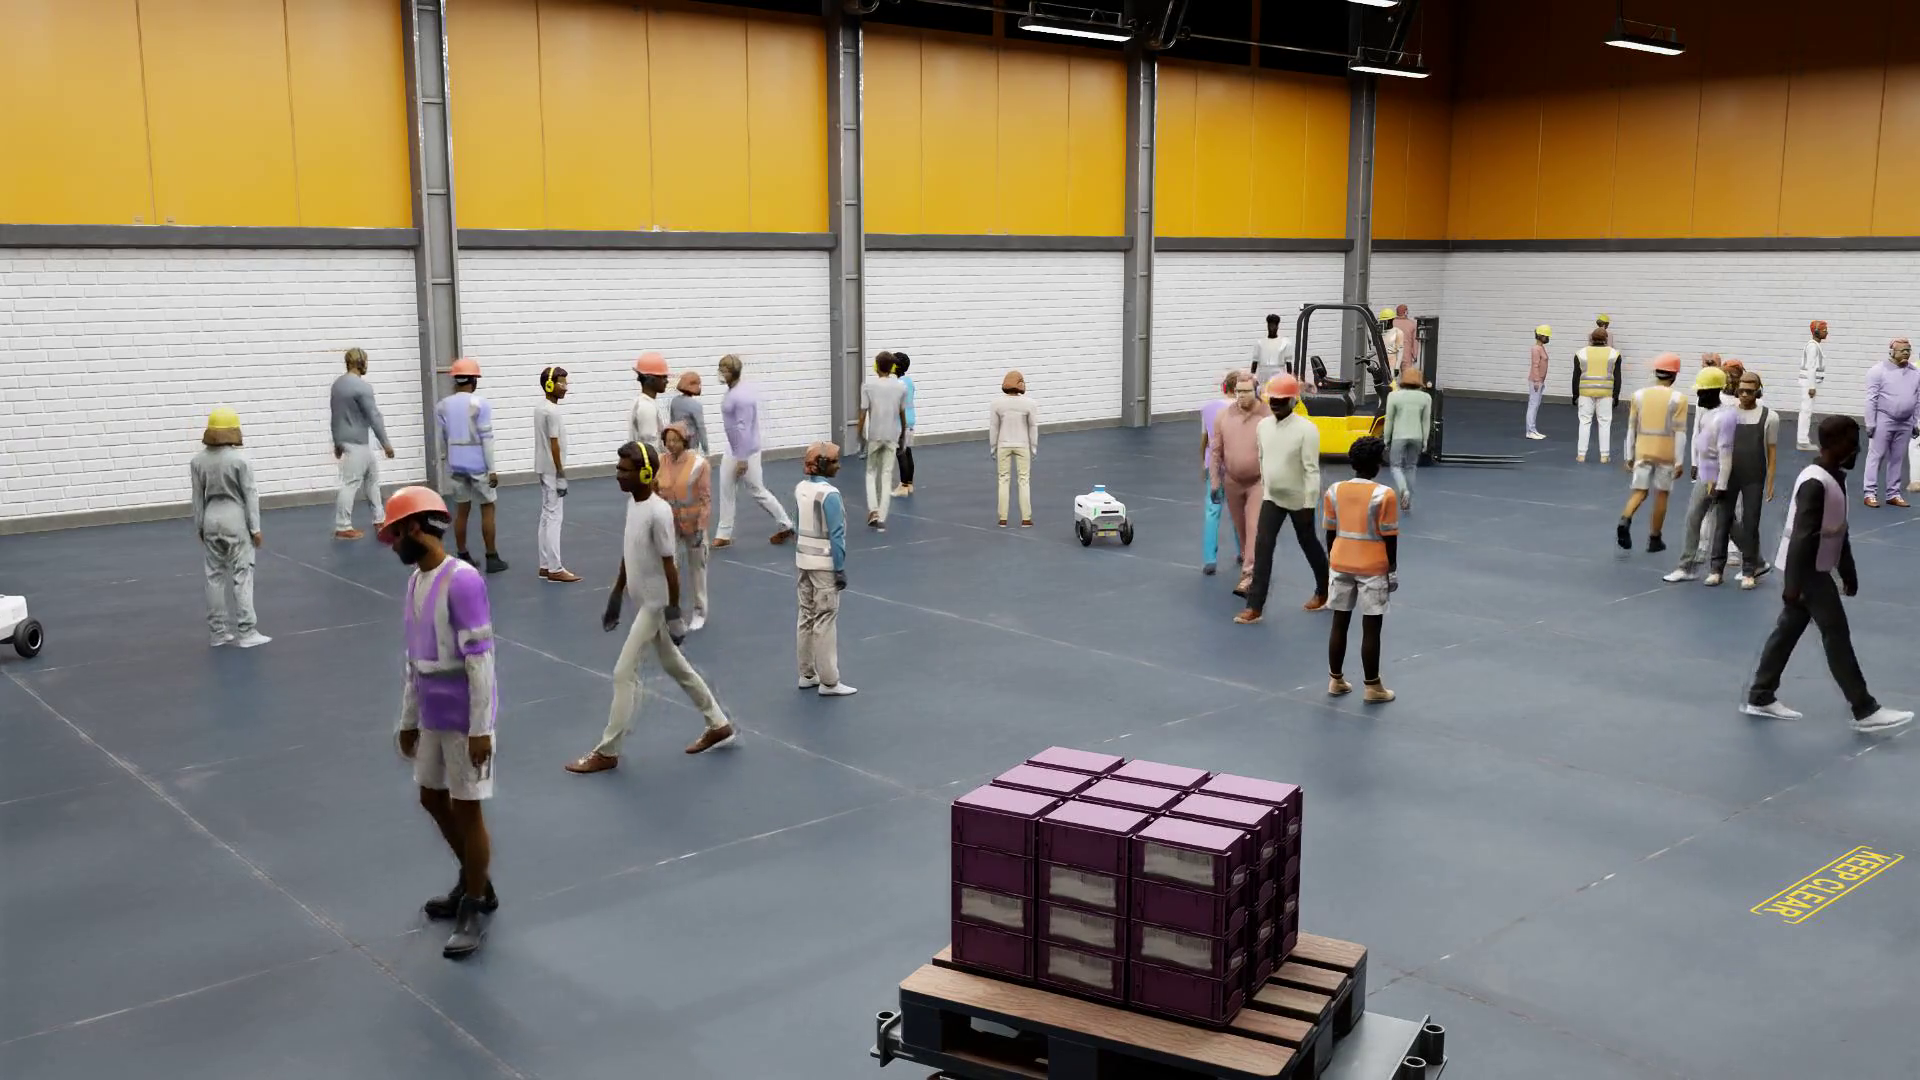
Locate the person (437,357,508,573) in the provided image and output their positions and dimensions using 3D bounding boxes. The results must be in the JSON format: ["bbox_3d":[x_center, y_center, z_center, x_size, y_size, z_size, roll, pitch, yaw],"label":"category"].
[{"bbox_3d":[-4.348,-0.664,14.800,0.571,1.926,0.385,4,10,21],"label":"person"}]

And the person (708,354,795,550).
[{"bbox_3d":[-2.022,-0.853,16.024,0.905,1.904,0.628,-5,11,-27],"label":"person"}]

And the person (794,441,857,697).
[{"bbox_3d":[-0.894,0.183,10.693,0.313,1.637,0.513,-6,12,-33],"label":"person"}]

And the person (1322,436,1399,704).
[{"bbox_3d":[2.536,0.186,10.512,0.321,1.694,0.529,-9,13,-44],"label":"person"}]

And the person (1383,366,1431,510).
[{"bbox_3d":[4.918,-1.097,18.251,0.501,1.622,0.573,0,10,-1],"label":"person"}]

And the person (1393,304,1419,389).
[{"bbox_3d":[8.335,-3.499,31.473,0.650,1.904,0.401,3,10,18],"label":"person"}]

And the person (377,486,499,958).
[{"bbox_3d":[-2.062,0.726,6.815,0.632,1.886,0.415,9,13,42],"label":"person"}]

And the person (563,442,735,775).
[{"bbox_3d":[-1.702,0.350,9.201,0.990,1.825,0.524,-4,11,-24],"label":"person"}]

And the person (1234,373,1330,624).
[{"bbox_3d":[2.586,-0.342,12.918,1.071,1.940,0.626,-9,13,-41],"label":"person"}]

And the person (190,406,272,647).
[{"bbox_3d":[-5.275,-0.096,12.016,0.492,1.742,0.319,2,10,10],"label":"person"}]

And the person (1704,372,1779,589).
[{"bbox_3d":[6.626,-0.503,14.106,0.517,1.842,0.329,6,11,31],"label":"person"}]

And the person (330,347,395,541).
[{"bbox_3d":[-5.912,-0.962,16.602,0.890,1.900,0.644,-8,13,-40],"label":"person"}]

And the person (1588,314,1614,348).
[{"bbox_3d":[11.695,-3.239,30.348,0.307,1.771,0.522,-7,12,-34],"label":"person"}]

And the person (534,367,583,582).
[{"bbox_3d":[-3.519,-0.567,14.428,0.332,1.865,0.520,-5,11,-27],"label":"person"}]

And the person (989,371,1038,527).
[{"bbox_3d":[0.555,-0.942,17.294,0.502,1.632,0.284,1,10,8],"label":"person"}]

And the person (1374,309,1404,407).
[{"bbox_3d":[7.340,-3.012,28.582,0.381,1.917,0.585,-6,11,-30],"label":"person"}]

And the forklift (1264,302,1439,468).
[{"bbox_3d":[5.320,-2.157,22.763,2.313,2.155,1.214,3,10,16],"label":"forklift"}]

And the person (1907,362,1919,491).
[{"bbox_3d":[11.626,-1.487,20.076,0.633,1.790,0.988,4,10,22],"label":"person"}]

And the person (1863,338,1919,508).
[{"bbox_3d":[10.476,-1.312,18.662,0.639,1.908,0.409,-1,10,-6],"label":"person"}]

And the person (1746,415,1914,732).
[{"bbox_3d":[5.222,0.200,9.886,0.958,1.872,0.623,7,12,35],"label":"person"}]

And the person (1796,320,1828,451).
[{"bbox_3d":[12.414,-2.251,24.230,0.362,1.883,0.575,5,11,28],"label":"person"}]

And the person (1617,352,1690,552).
[{"bbox_3d":[6.535,-0.805,15.658,0.694,1.918,0.559,-9,13,-43],"label":"person"}]

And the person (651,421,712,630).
[{"bbox_3d":[-2.086,-0.073,12.312,0.517,1.594,0.804,2,10,10],"label":"person"}]

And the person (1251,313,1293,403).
[{"bbox_3d":[4.691,-2.447,25.147,0.627,1.956,0.514,4,11,23],"label":"person"}]

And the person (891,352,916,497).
[{"bbox_3d":[-0.690,-1.349,19.489,0.314,1.696,0.540,2,10,14],"label":"person"}]

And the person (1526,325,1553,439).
[{"bbox_3d":[8.938,-2.437,25.669,0.318,1.764,0.522,5,11,27],"label":"person"}]

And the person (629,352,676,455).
[{"bbox_3d":[-2.517,-0.522,13.673,0.408,2.035,0.617,-3,10,-15],"label":"person"}]

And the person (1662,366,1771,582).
[{"bbox_3d":[6.569,-0.556,14.309,0.872,1.890,0.586,-1,10,-5],"label":"person"}]

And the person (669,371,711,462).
[{"bbox_3d":[-2.780,-0.960,17.444,0.604,1.611,0.538,-9,13,-42],"label":"person"}]

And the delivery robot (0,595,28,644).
[{"bbox_3d":[-6.759,0.552,11.426,0.477,0.478,0.707,0,10,3],"label":"delivery robot"}]

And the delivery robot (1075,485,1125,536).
[{"bbox_3d":[1.376,-0.298,16.399,0.477,0.478,0.707,-2,10,-12],"label":"delivery robot"}]

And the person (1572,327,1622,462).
[{"bbox_3d":[8.710,-1.984,22.781,0.630,1.842,0.429,4,10,20],"label":"person"}]

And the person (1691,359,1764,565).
[{"bbox_3d":[6.989,-0.707,15.185,0.587,1.882,0.341,3,10,20],"label":"person"}]

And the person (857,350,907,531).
[{"bbox_3d":[-0.800,-1.020,17.123,0.517,1.843,0.484,-1,10,-4],"label":"person"}]

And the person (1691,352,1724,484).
[{"bbox_3d":[9.297,-1.505,20.603,0.315,1.629,0.527,5,11,27],"label":"person"}]

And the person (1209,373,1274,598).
[{"bbox_3d":[2.435,-0.470,13.955,0.681,1.870,1.001,5,11,28],"label":"person"}]

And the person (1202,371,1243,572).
[{"bbox_3d":[2.420,-0.621,14.982,0.597,1.776,0.999,5,11,28],"label":"person"}]
